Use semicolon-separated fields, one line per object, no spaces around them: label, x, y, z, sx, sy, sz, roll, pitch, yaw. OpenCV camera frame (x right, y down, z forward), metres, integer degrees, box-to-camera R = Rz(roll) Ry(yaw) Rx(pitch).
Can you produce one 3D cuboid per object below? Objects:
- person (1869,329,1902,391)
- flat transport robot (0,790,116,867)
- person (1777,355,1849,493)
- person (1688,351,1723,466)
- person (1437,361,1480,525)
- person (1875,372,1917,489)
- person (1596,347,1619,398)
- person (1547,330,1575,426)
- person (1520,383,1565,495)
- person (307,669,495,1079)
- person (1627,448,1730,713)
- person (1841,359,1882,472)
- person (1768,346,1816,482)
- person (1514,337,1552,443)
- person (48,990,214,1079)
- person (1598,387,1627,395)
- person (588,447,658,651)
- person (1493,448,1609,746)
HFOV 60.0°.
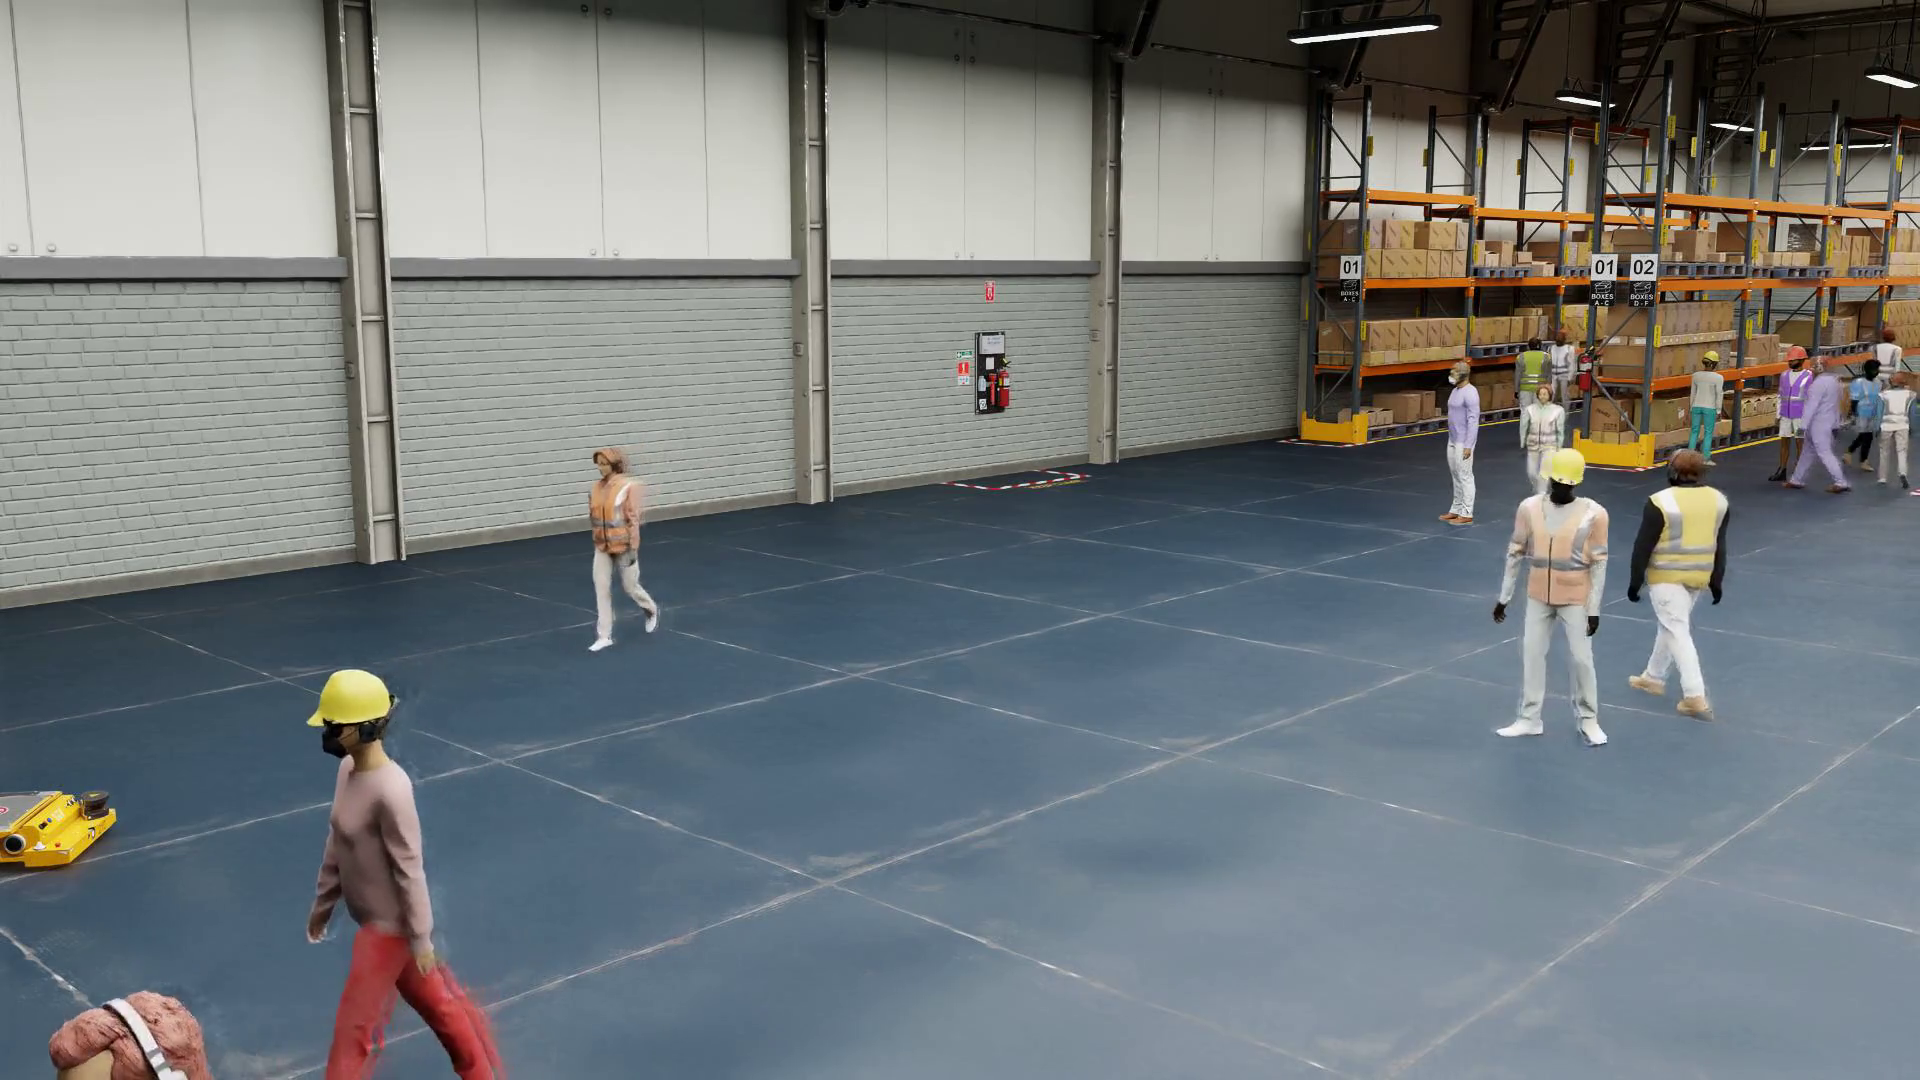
person;17.877;-3.164;32.223;0.575;1.853;0.908;8;12;40
flat transport robot;-5.229;1.503;8.575;1.431;0.197;0.652;-1;9;-8
person;11.635;-1.559;22.490;0.955;1.866;0.642;8;12;41
person;11.436;-2.014;25.500;0.344;1.759;0.520;-7;12;-36
person;5.911;-1.140;19.618;0.359;1.936;0.632;0;9;-3
person;12.970;-1.524;23.044;0.517;1.606;0.839;4;10;22
person;11.087;-2.535;28.532;0.906;1.791;0.537;-6;11;-31
person;11.351;-3.057;31.591;0.594;1.842;0.951;8;13;42
person;7.218;-1.141;20.597;0.520;1.615;0.669;7;11;35
person;-1.993;1.271;5.590;0.933;1.710;0.537;-6;11;-32
person;4.960;0.266;11.482;0.639;1.801;0.944;-3;10;-15
person;13.427;-1.844;24.661;0.552;1.681;0.380;-3;10;-20
person;11.750;-1.765;23.438;0.376;1.934;0.548;-6;11;-30
person;9.906;-2.589;28.754;0.620;1.840;0.430;4;10;21
person;-1.222;1.638;2.924;0.652;1.876;0.847;4;10;21
person;12.249;-2.932;31.156;0.532;1.744;0.745;7;11;36
person;-2.720;0.046;13.342;0.511;1.623;0.667;4;10;24
person;3.826;0.360;10.599;0.802;1.898;0.490;9;13;43
